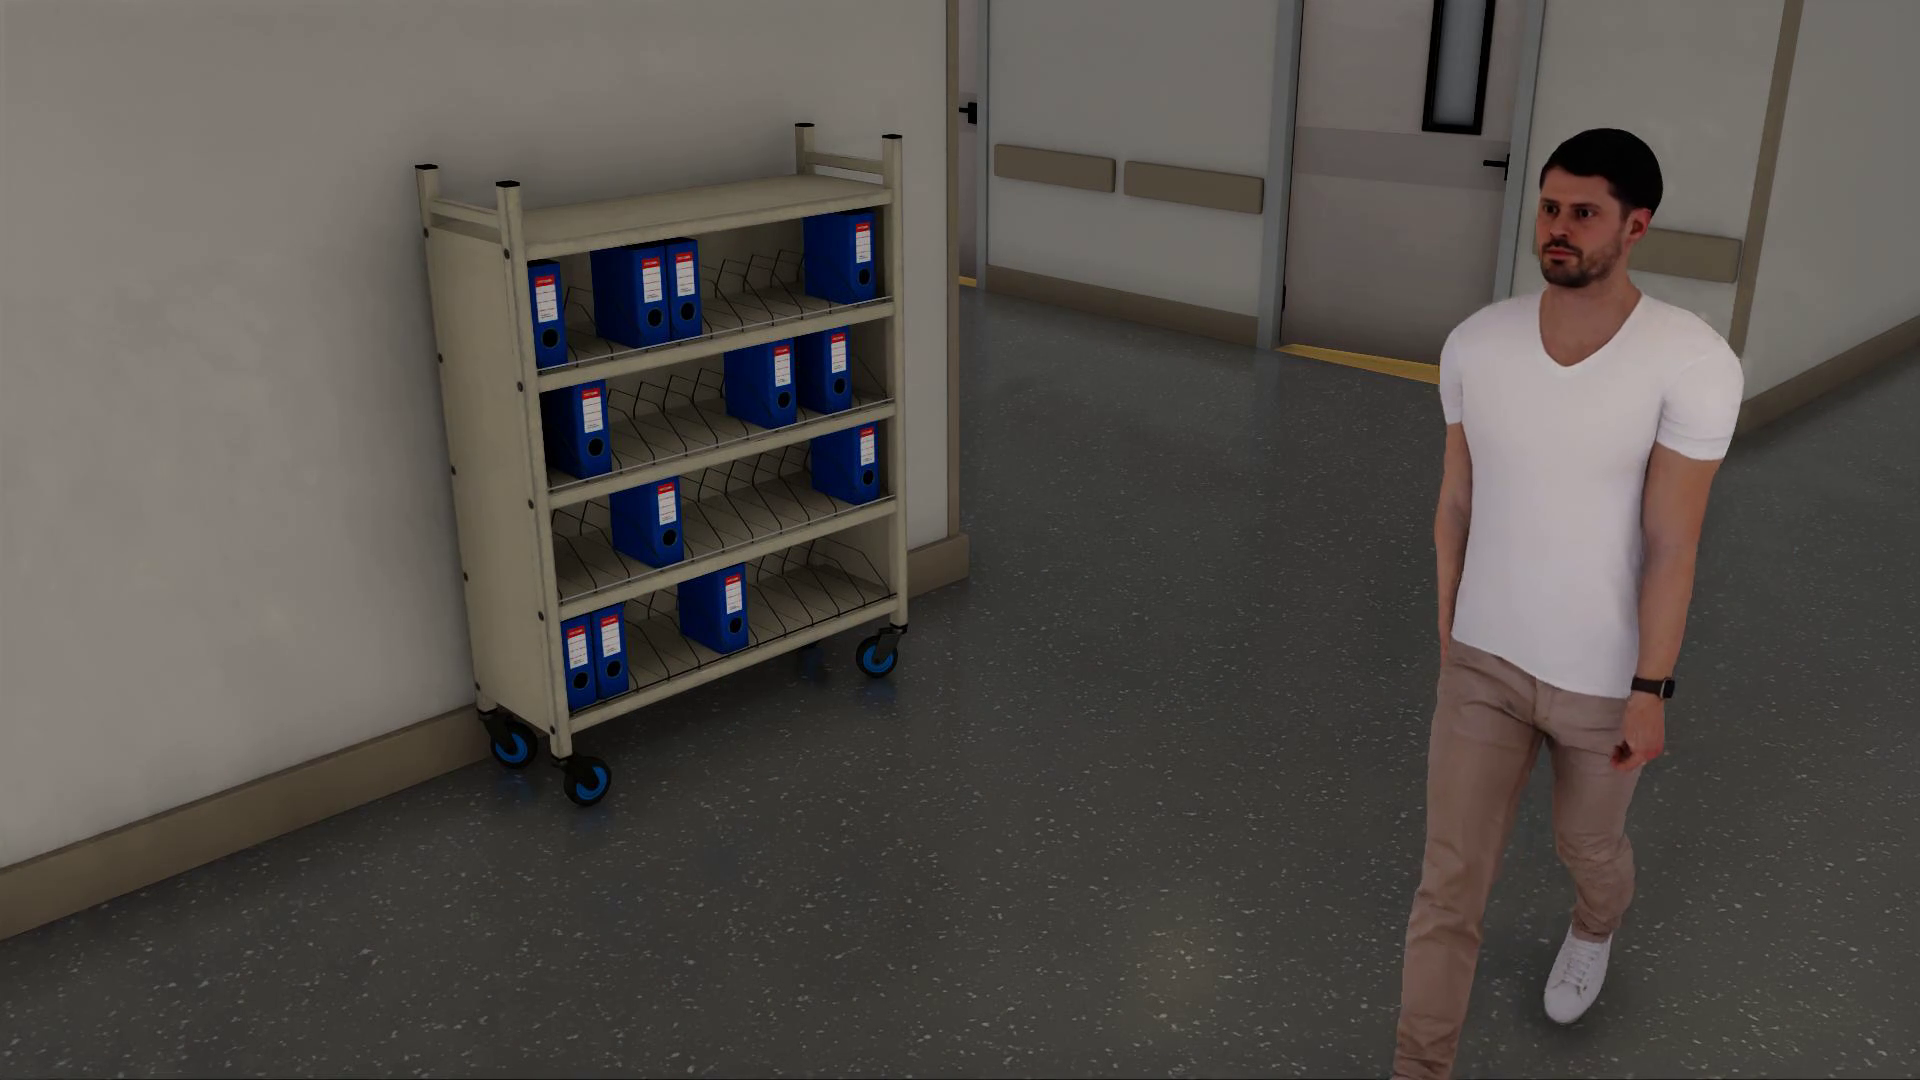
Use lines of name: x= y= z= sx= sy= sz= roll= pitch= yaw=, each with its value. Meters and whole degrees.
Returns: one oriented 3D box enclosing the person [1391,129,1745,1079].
person: x=1.155 y=0.205 z=3.090 sx=0.748 sy=1.855 sz=1.220 roll=16 pitch=26 yaw=36
